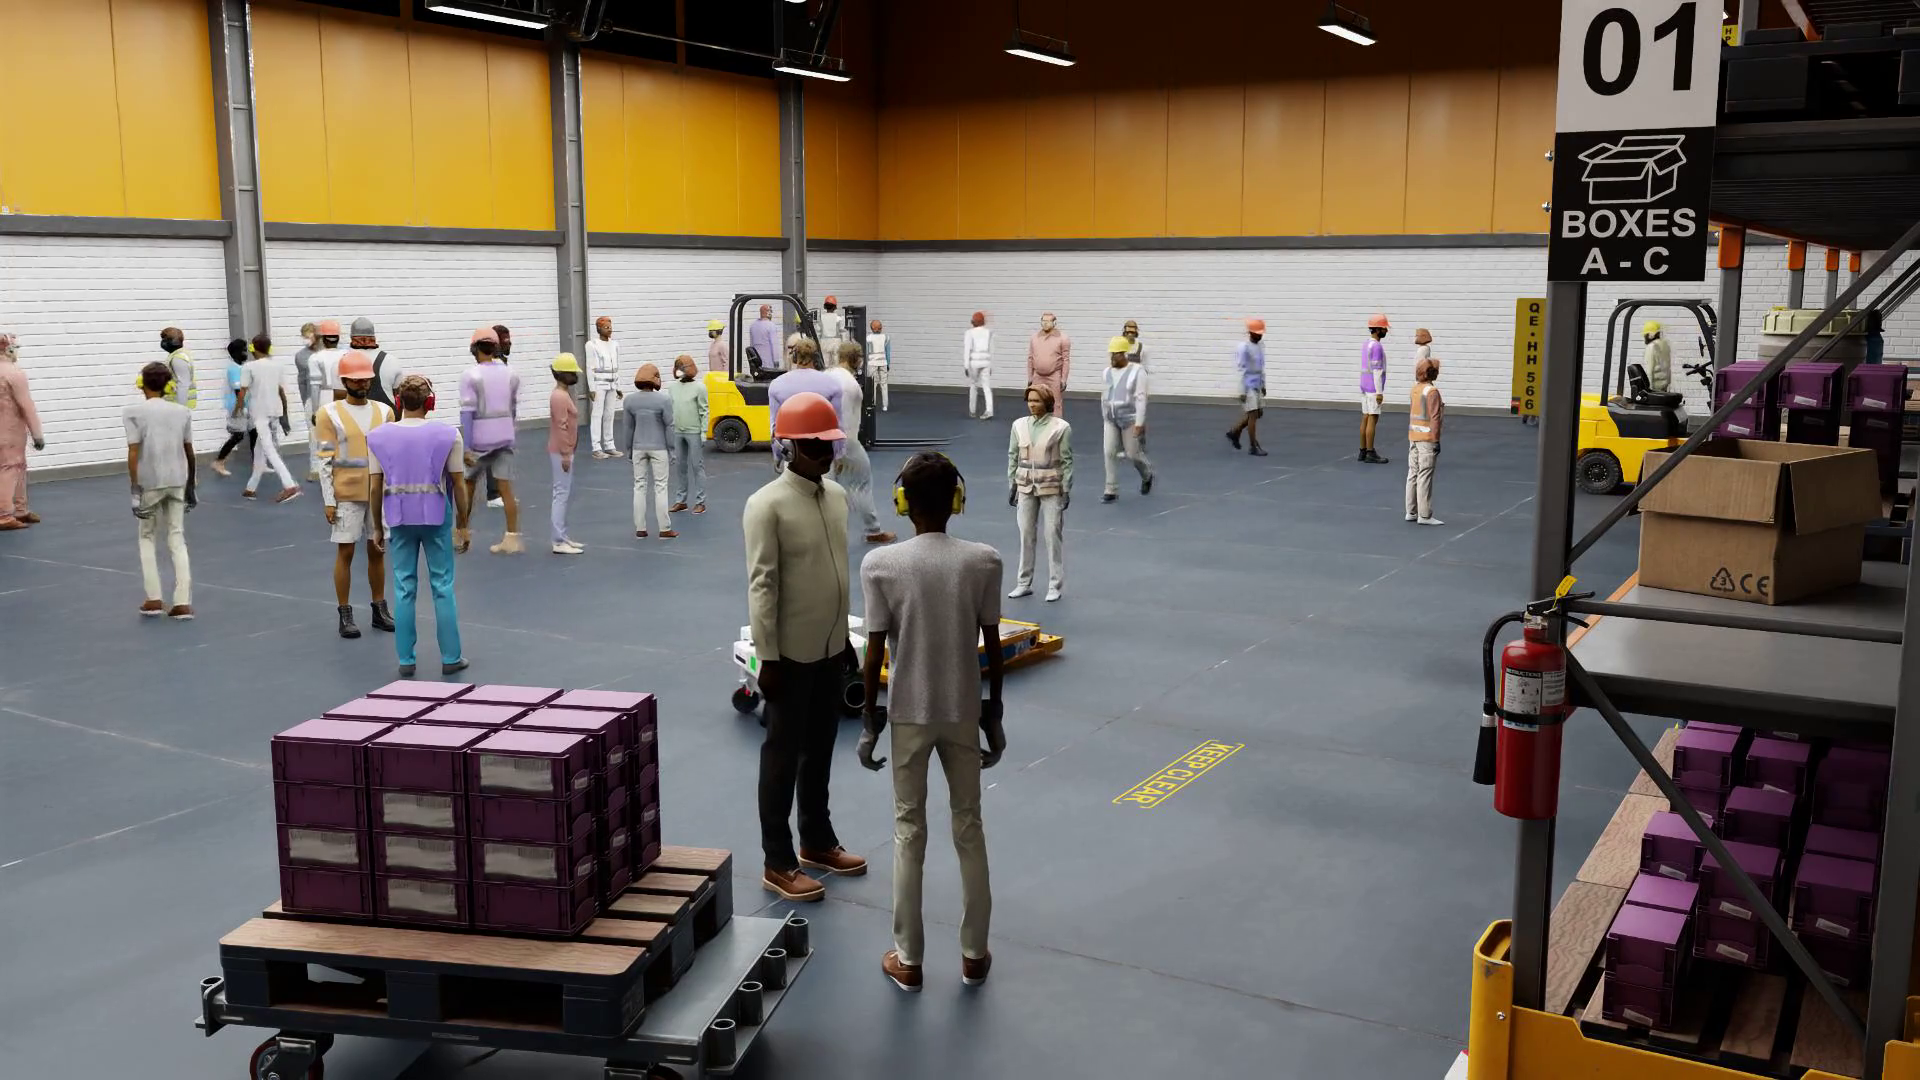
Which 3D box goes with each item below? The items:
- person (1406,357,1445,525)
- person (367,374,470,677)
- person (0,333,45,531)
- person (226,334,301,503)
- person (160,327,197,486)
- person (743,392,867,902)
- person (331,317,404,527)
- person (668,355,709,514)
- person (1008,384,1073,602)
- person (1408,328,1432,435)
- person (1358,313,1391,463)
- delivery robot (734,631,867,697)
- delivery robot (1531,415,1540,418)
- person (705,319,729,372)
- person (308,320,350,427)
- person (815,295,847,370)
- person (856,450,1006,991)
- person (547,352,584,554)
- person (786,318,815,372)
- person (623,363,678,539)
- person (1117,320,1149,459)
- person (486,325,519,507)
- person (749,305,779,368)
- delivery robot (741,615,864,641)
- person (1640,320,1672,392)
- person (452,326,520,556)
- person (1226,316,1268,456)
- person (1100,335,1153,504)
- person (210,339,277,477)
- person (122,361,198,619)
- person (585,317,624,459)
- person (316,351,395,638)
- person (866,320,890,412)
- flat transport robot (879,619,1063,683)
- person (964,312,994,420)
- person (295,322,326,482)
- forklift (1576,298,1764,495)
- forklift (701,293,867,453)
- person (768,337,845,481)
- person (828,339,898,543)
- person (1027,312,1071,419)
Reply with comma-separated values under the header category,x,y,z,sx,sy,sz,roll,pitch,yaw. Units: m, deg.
category,x,y,z,sx,sy,sz,roll,pitch,yaw
person,4.554,-0.967,16.295,0.307,1.644,0.511,-2,9,-11
person,-3.298,-0.080,10.148,0.584,1.842,0.408,-1,9,-8
person,-9.082,-1.049,16.033,0.683,1.882,0.708,4,10,26
person,-7.492,-1.311,17.930,0.953,1.813,0.630,4,10,24
person,-9.019,-1.526,19.168,0.429,1.841,0.636,-4,10,-25
person,-0.607,0.409,6.609,0.381,1.994,0.622,5,10,29
person,-5.796,-1.155,16.232,0.689,2.000,0.537,-7,11,-37
person,-2.795,-1.079,17.026,0.509,1.631,0.269,5,10,28
person,0.601,-0.356,12.498,0.523,1.637,0.310,5,10,28
person,6.977,-2.385,25.175,0.281,1.632,0.503,4,10,25
person,5.389,-1.965,21.602,0.361,1.939,0.542,0,9,-3
delivery robot,-0.887,0.658,9.245,0.707,0.478,0.477,-4,10,-25
delivery robot,9.456,-2.194,27.045,0.477,0.478,0.707,1,9,9
person,-3.661,-2.435,25.074,0.321,1.767,0.533,-6,11,-31
person,-7.041,-1.503,18.765,0.574,1.929,0.378,-6,11,-35
person,-2.466,-3.650,31.794,0.607,2.044,0.379,0,9,2
person,-0.097,0.619,5.710,0.517,1.865,0.328,-2,9,-10
person,-3.465,-0.764,14.647,0.325,1.767,0.533,-2,9,-12
person,-2.353,-2.516,25.258,1.010,1.870,0.601,-8,12,-41
person,-2.859,-0.815,15.379,0.497,1.633,0.288,2,9,12
person,2.237,-1.985,22.053,0.522,1.840,0.397,2,9,15
person,-4.894,-1.310,17.580,0.373,1.917,0.595,-1,9,-7
person,-3.436,-3.228,29.592,0.651,1.904,0.403,8,12,41
delivery robot,-0.919,0.583,9.712,0.707,0.478,0.477,-7,12,-39
person,9.994,-2.240,23.743,0.637,1.805,0.636,9,13,44
person,-4.187,-0.866,14.601,0.924,1.982,0.625,8,12,41
person,3.886,-2.081,22.466,0.663,1.892,0.605,8,12,43
person,1.790,-1.304,17.891,0.594,1.807,0.703,7,11,36
person,-8.727,-1.598,20.127,0.715,1.675,0.536,-2,9,-11
person,-5.678,-0.351,11.866,0.532,1.826,0.643,-9,13,-43
person,-4.731,-2.025,22.153,0.353,1.883,0.573,6,11,32
person,-4.060,-0.313,11.296,0.542,1.938,0.357,-9,13,-43
person,-1.472,-3.087,29.540,0.512,1.641,0.307,-4,10,-24
flat transport robot,-0.019,0.671,10.339,0.652,0.197,1.431,7,11,36
person,0.339,-2.936,28.083,0.575,1.828,1.000,-3,10,-17
person,-7.642,-1.672,19.964,0.626,1.887,1.029,0,9,2
forklift,7.954,-1.589,18.462,2.313,2.155,1.214,5,11,30
forklift,-2.458,-2.344,23.176,2.313,2.155,1.214,0,9,-2
person,-1.259,-0.706,13.748,0.628,1.939,0.373,1,9,5
person,-1.113,-0.864,14.942,1.058,1.893,0.637,-4,10,-24
person,1.257,-2.330,23.982,0.656,1.908,0.405,4,10,24
